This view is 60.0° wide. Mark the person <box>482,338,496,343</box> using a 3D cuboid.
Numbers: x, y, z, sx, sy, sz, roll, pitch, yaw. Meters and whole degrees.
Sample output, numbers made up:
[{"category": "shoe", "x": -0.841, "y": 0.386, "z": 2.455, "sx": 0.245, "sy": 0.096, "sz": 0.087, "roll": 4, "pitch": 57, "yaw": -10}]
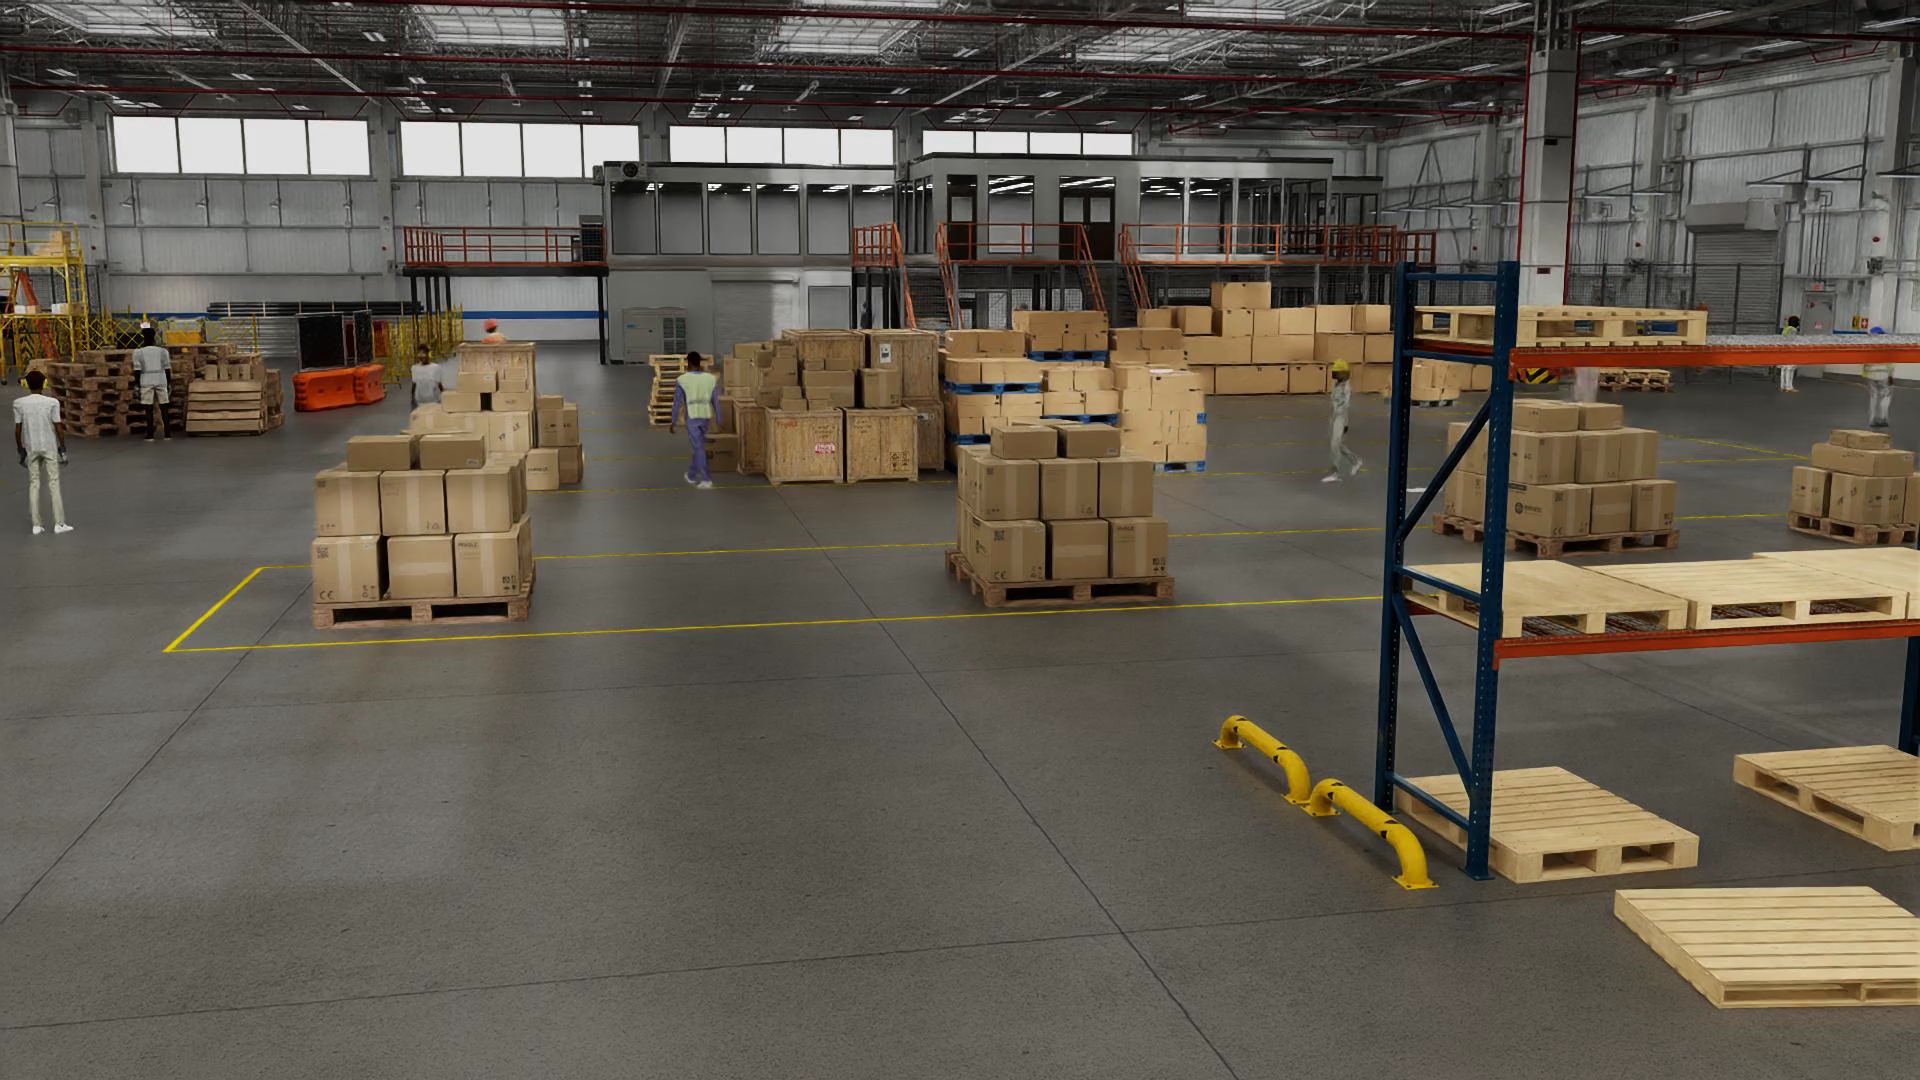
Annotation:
[{"category": "person", "x": -7.295, "y": -2.173, "z": 25.804, "sx": 0.800, "sy": 1.903, "sz": 0.569, "roll": -5, "pitch": 11, "yaw": -28}]

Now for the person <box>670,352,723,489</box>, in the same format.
[{"category": "person", "x": -3.611, "y": -1.644, "z": 22.789, "sx": 0.656, "sy": 1.854, "sz": 1.040, "roll": -7, "pitch": 11, "yaw": -35}]

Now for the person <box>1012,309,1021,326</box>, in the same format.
[{"category": "person", "x": 1.497, "y": -5.271, "z": 44.779, "sx": 0.337, "sy": 1.882, "sz": 0.585, "roll": -1, "pitch": 9, "yaw": -3}]

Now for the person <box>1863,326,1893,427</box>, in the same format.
[{"category": "person", "x": 17.282, "y": -3.064, "z": 31.295, "sx": 0.461, "sy": 1.894, "sz": 0.666, "roll": -5, "pitch": 10, "yaw": -27}]

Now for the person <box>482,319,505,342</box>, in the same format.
[{"category": "person", "x": -9.891, "y": -3.725, "z": 35.416, "sx": 0.338, "sy": 1.907, "sz": 0.580, "roll": 6, "pitch": 11, "yaw": 33}]

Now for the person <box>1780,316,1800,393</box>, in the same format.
[{"category": "person", "x": 19.935, "y": -4.447, "z": 39.888, "sx": 0.429, "sy": 1.844, "sz": 0.627, "roll": 1, "pitch": 9, "yaw": 4}]

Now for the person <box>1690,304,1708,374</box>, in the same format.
[{"category": "person", "x": 20.948, "y": -5.715, "z": 47.208, "sx": 0.619, "sy": 1.976, "sz": 0.643, "roll": -6, "pitch": 11, "yaw": -31}]

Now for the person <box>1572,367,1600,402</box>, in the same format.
[{"category": "person", "x": 9.377, "y": -2.012, "z": 24.802, "sx": 0.454, "sy": 1.918, "sz": 0.651, "roll": 7, "pitch": 12, "yaw": 36}]

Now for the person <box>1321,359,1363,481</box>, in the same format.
[{"category": "person", "x": 5.384, "y": -1.678, "z": 23.355, "sx": 0.555, "sy": 1.722, "sz": 0.499, "roll": -1, "pitch": 9, "yaw": -7}]

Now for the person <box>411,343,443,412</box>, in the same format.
[{"category": "person", "x": -8.230, "y": -2.126, "z": 25.767, "sx": 0.513, "sy": 1.848, "sz": 0.728, "roll": 0, "pitch": 9, "yaw": 3}]

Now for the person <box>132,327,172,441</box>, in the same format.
[{"category": "person", "x": -13.997, "y": -2.698, "z": 28.843, "sx": 0.603, "sy": 1.967, "sz": 0.366, "roll": -7, "pitch": 12, "yaw": -37}]

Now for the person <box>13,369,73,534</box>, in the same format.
[{"category": "person", "x": -10.346, "y": -0.992, "z": 18.752, "sx": 0.531, "sy": 1.867, "sz": 0.317, "roll": -2, "pitch": 10, "yaw": -12}]
